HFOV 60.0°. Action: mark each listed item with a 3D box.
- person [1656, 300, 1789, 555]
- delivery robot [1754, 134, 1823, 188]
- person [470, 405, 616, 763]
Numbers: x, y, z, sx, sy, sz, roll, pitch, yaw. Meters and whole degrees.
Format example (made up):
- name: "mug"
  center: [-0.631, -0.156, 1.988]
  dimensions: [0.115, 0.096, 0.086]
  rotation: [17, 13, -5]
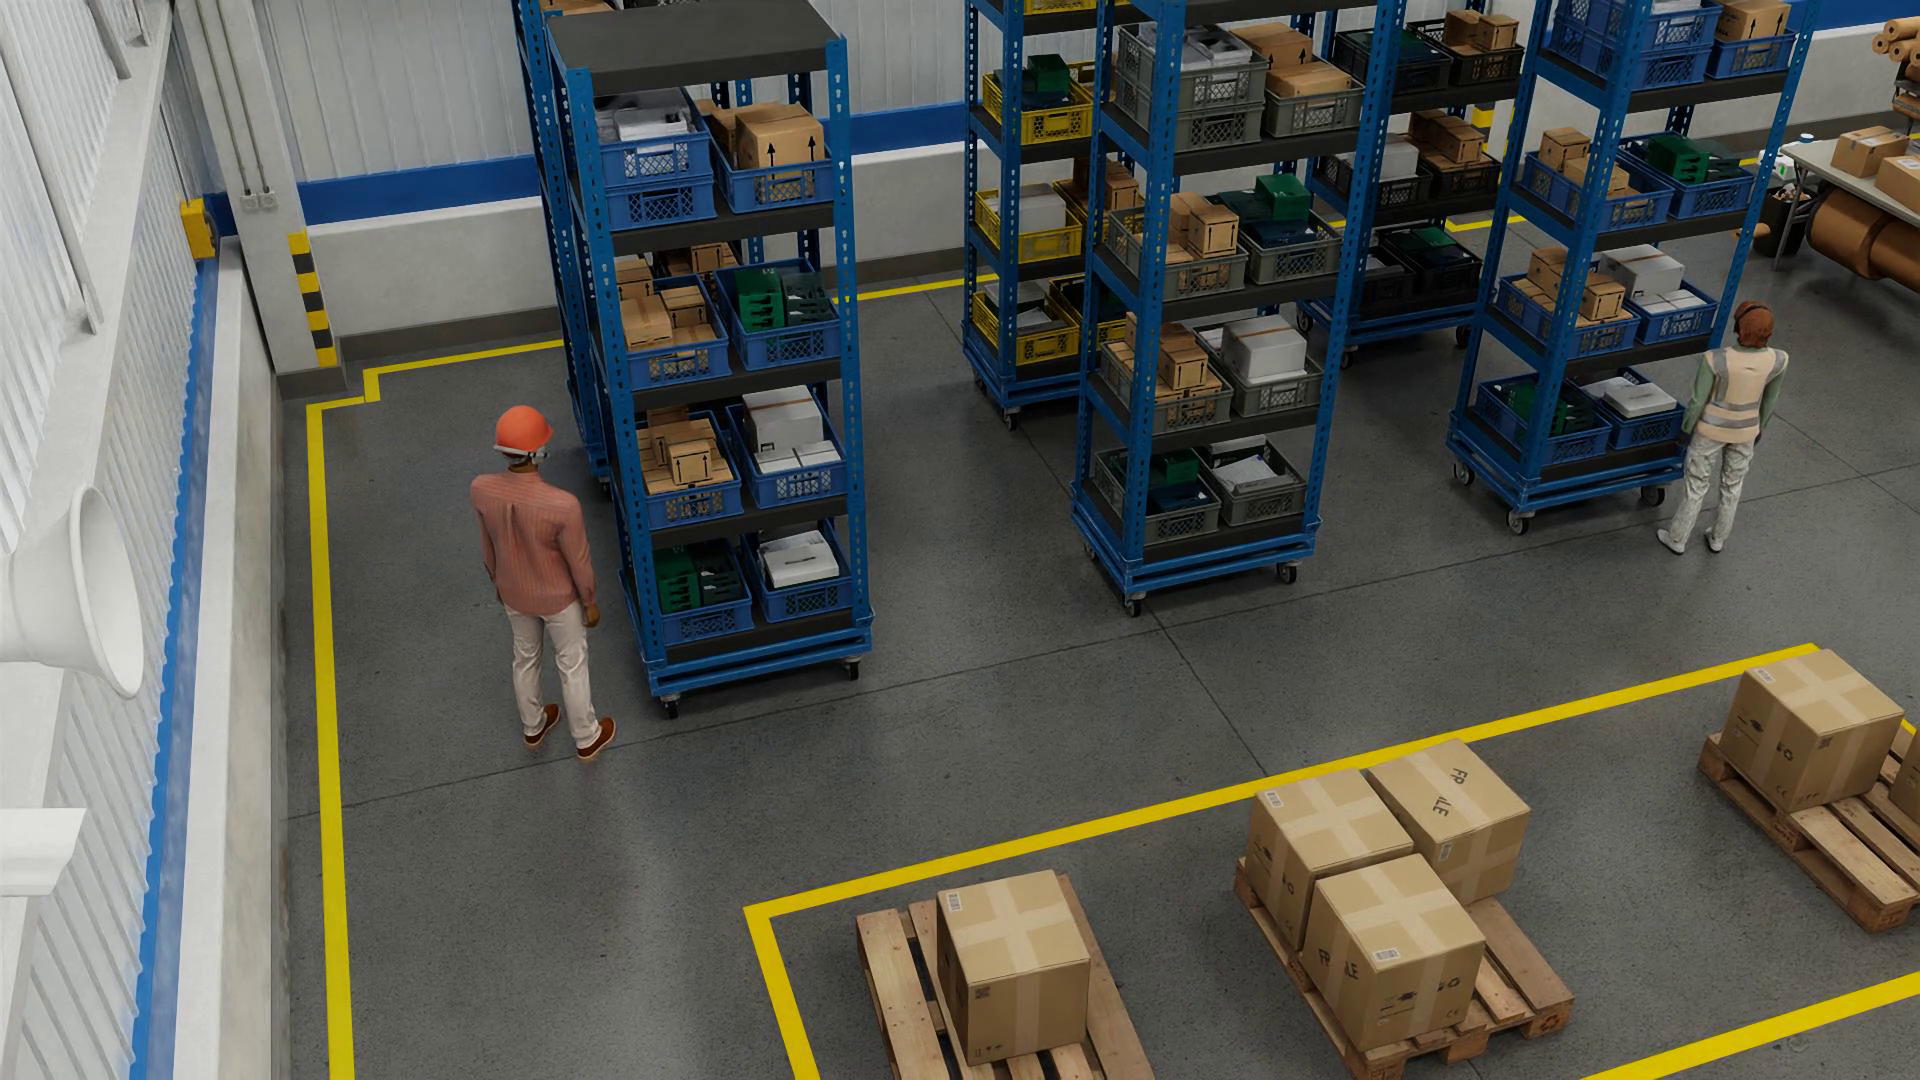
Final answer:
- name: "person"
  center: [4.470, -0.634, 9.749]
  dimensions: [0.515, 1.641, 0.314]
  rotation: [1, 35, 1]
- name: "delivery robot"
  center: [7.225, -3.253, 14.321]
  dimensions: [0.707, 0.478, 0.477]
  rotation: [-12, 37, -17]
- name: "person"
  center: [-2.055, 0.226, 8.240]
  dimensions: [0.611, 1.985, 0.415]
  rotation: [12, 37, 16]
